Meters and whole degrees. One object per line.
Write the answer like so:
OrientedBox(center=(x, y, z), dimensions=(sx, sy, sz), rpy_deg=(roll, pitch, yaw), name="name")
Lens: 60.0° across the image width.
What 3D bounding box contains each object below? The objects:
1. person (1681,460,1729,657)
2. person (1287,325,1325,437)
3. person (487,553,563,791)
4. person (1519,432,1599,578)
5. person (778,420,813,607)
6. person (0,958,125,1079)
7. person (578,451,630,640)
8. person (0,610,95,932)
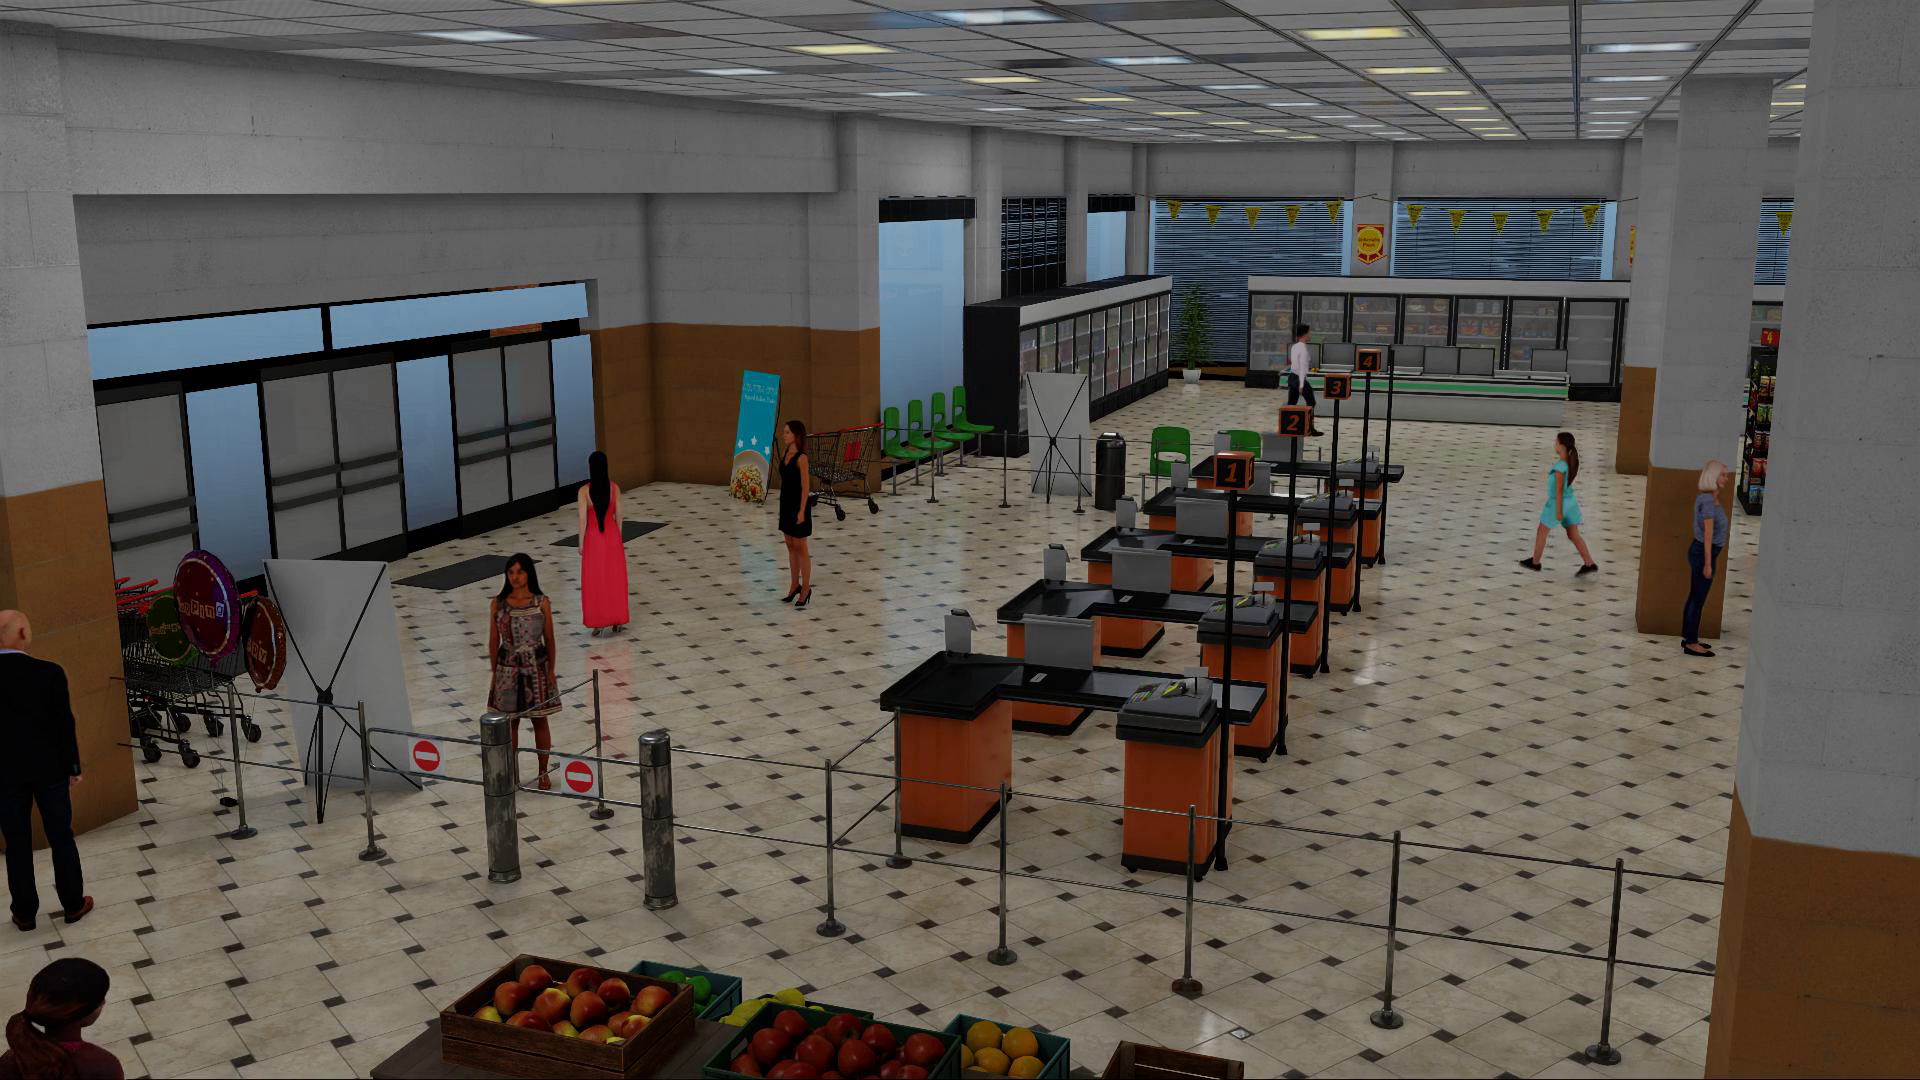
OrientedBox(center=(6.565, 0.144, 14.689), dimensions=(0.498, 1.719, 0.563), rpy_deg=(5, 13, 21), name="person")
OrientedBox(center=(5.488, -2.594, 27.378), dimensions=(1.040, 1.848, 0.933), rpy_deg=(-4, 12, -18), name="person")
OrientedBox(center=(-2.967, 0.890, 11.328), dimensions=(0.633, 1.645, 0.784), rpy_deg=(-1, 12, -6), name="person")
OrientedBox(center=(6.402, -0.342, 17.472), dimensions=(0.932, 1.524, 1.140), rpy_deg=(-9, 15, -37), name="person")
OrientedBox(center=(-1.617, -0.264, 16.349), dimensions=(0.730, 1.834, 0.635), rpy_deg=(-9, 15, -35), name="person")
OrientedBox(center=(-2.814, 2.179, 5.154), dimensions=(1.107, 1.666, 1.017), rpy_deg=(-2, 12, -12), name="person")
OrientedBox(center=(-3.266, 0.036, 15.183), dimensions=(0.715, 1.727, 0.751), rpy_deg=(-8, 14, -33), name="person")
OrientedBox(center=(-5.138, 1.265, 9.173), dimensions=(0.749, 1.797, 0.819), rpy_deg=(-5, 13, -22), name="person")
